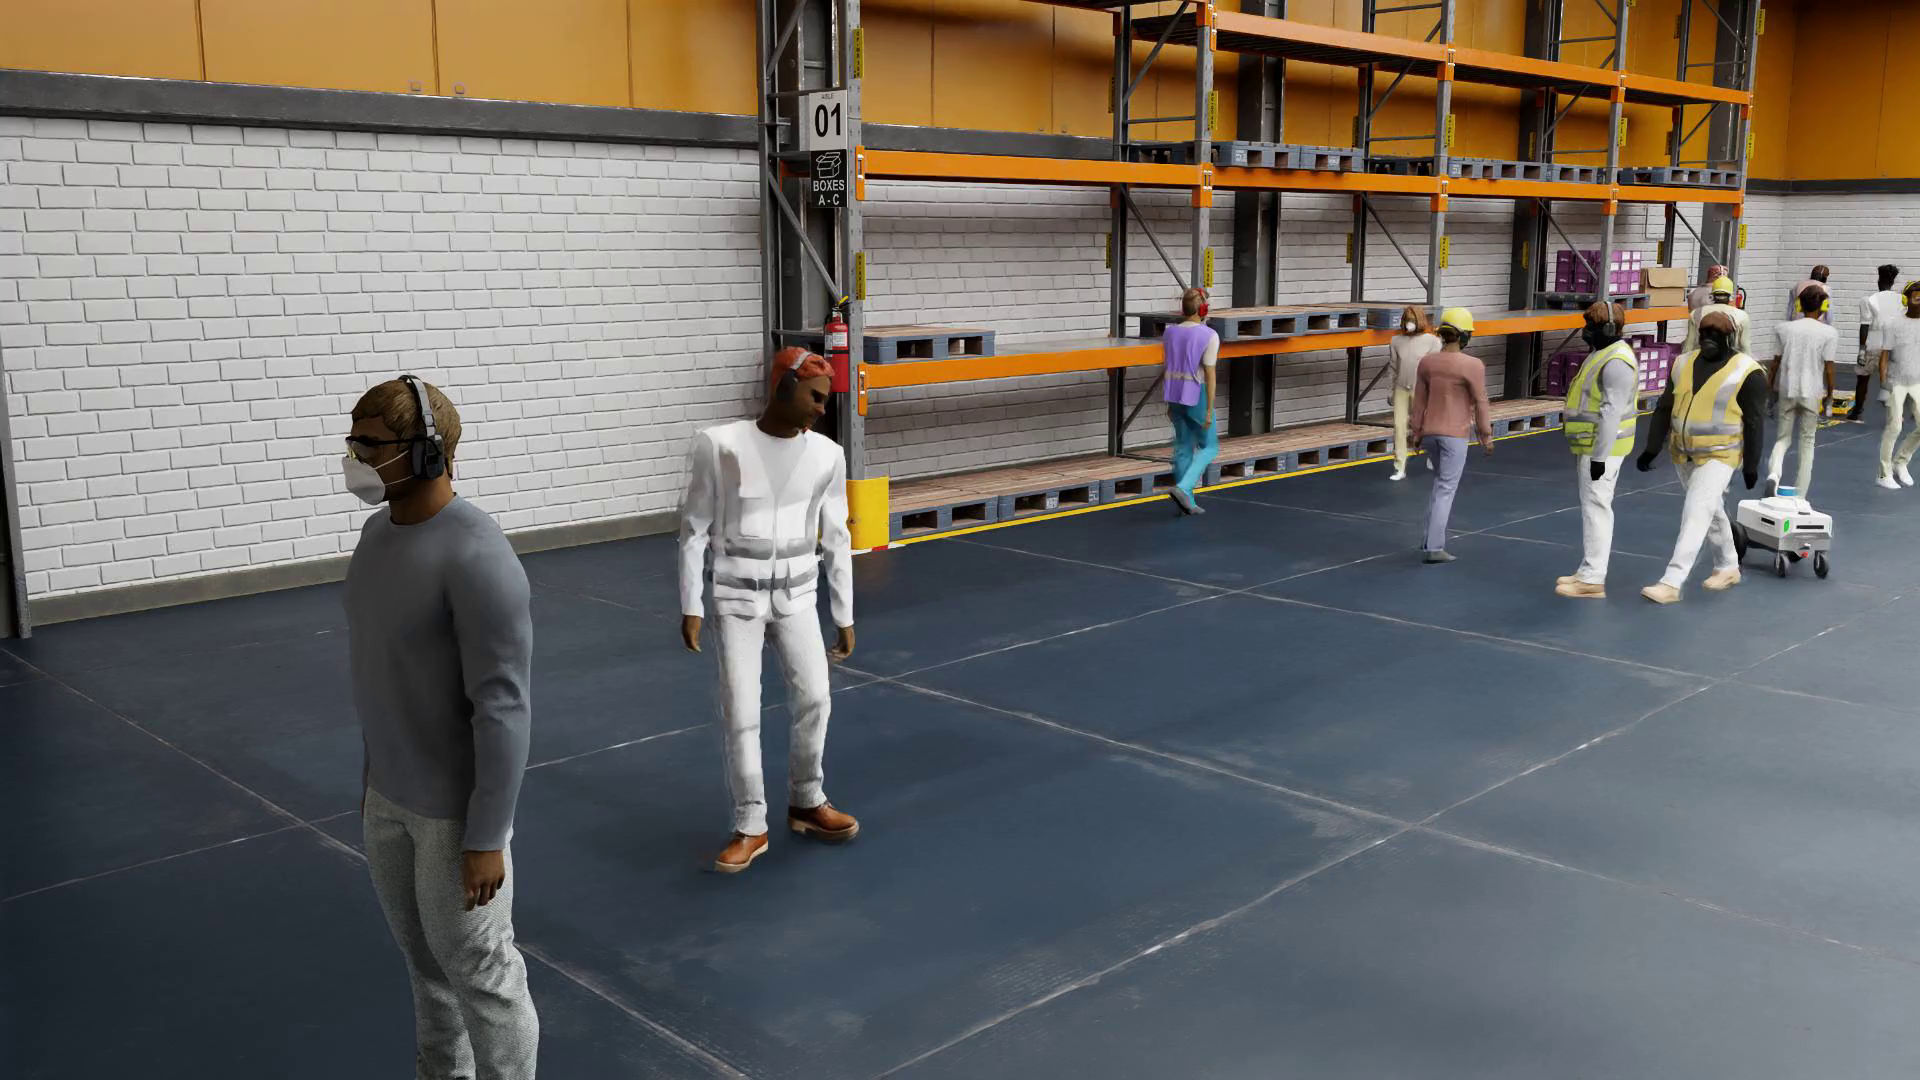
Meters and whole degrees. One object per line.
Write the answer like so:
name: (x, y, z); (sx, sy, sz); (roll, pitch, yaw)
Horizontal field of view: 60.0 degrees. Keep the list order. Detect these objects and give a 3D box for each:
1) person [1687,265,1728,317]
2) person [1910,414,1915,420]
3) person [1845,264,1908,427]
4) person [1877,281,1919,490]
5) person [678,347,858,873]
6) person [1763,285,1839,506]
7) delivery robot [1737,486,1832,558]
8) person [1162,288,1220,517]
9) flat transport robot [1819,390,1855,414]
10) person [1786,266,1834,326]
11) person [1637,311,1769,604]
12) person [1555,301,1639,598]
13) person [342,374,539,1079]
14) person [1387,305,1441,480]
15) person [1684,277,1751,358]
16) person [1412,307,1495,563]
person: (9.006, -2.356, 20.021); (0.393, 1.891, 0.639); (-2, 11, -10)
person: (11.665, -2.330, 19.804); (0.626, 1.915, 0.777); (-1, 10, -6)
person: (10.859, -2.280, 19.543); (0.604, 1.918, 1.014); (1, 10, 4)
person: (8.366, -1.352, 14.668); (0.598, 1.841, 0.429); (-1, 10, -4)
person: (-0.681, 0.240, 5.967); (0.676, 1.854, 0.386); (-4, 11, -21)
person: (6.818, -1.151, 13.565); (0.558, 1.844, 0.549); (10, 14, 42)
delivery robot: (5.537, -0.117, 11.183); (0.477, 0.478, 0.707); (0, 10, -1)
person: (1.814, -1.075, 13.175); (0.461, 1.831, 0.574); (-10, 14, -42)
flat transport robot: (11.107, -1.788, 21.323); (0.652, 0.197, 1.431); (7, 13, 35)
person: (12.819, -3.220, 25.009); (0.952, 1.790, 0.651); (-6, 12, -28)
person: (4.621, -0.517, 10.301); (1.007, 1.788, 0.629); (-5, 12, -25)
person: (3.969, -0.561, 10.363); (0.428, 1.843, 0.626); (3, 11, 13)
person: (-1.191, 0.595, 3.775); (0.371, 1.941, 0.627); (-10, 14, -43)
person: (4.210, -1.369, 15.374); (0.500, 1.618, 0.612); (8, 13, 36)
person: (7.891, -1.817, 17.277); (0.620, 1.806, 0.784); (8, 13, 37)
person: (3.394, -0.712, 11.444); (0.566, 1.750, 0.544); (-6, 12, -32)
